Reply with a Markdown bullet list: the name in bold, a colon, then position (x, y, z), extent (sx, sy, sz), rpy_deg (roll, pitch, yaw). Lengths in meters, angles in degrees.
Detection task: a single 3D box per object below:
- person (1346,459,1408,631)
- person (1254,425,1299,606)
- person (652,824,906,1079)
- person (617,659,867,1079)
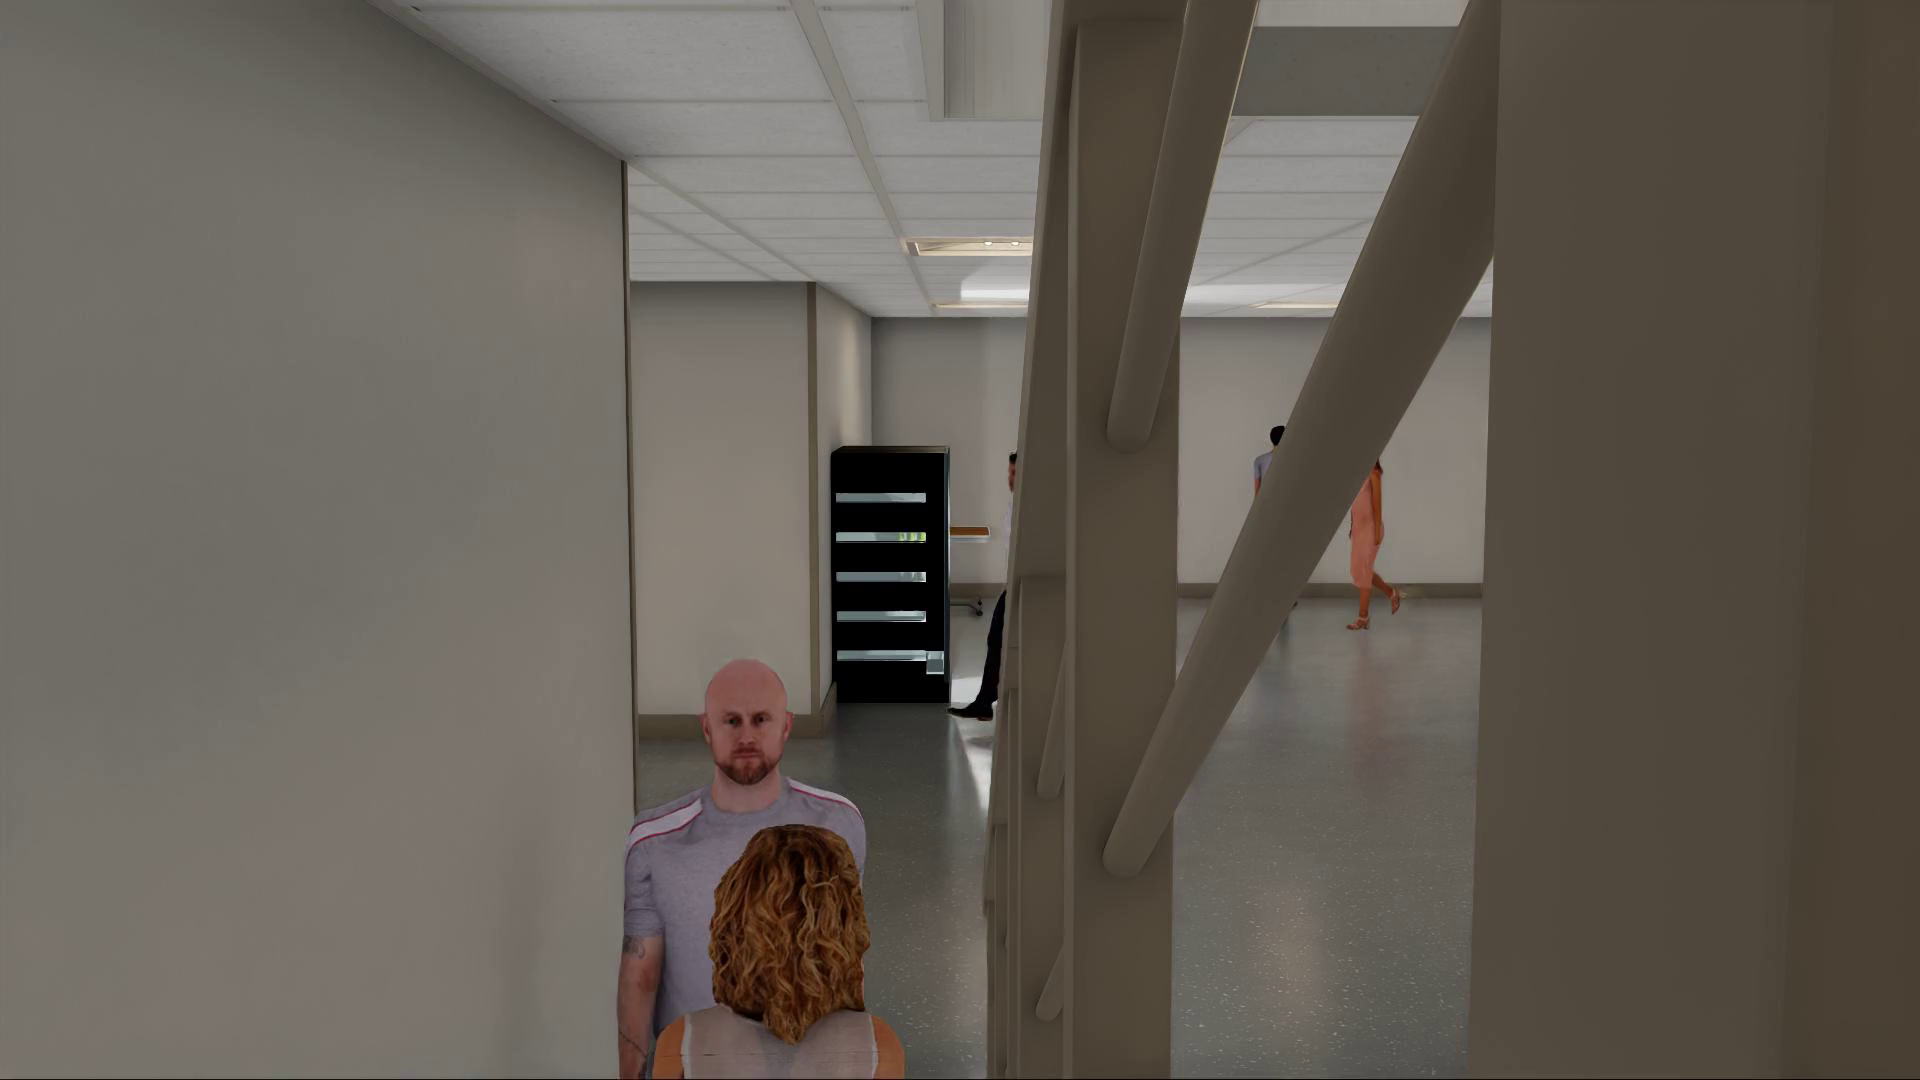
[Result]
- **person**: position (3.884, -0.061, 15.532), extent (0.763, 1.818, 0.844), rpy_deg (-1, 6, -12)
- **person**: position (3.280, -0.252, 17.217), extent (0.743, 1.861, 0.743), rpy_deg (4, 7, 32)
- **person**: position (-0.316, 1.314, 2.698), extent (0.701, 1.651, 0.912), rpy_deg (-1, 6, -11)
- **person**: position (-0.450, 1.157, 3.548), extent (0.779, 1.792, 1.250), rpy_deg (-1, 6, -7)
